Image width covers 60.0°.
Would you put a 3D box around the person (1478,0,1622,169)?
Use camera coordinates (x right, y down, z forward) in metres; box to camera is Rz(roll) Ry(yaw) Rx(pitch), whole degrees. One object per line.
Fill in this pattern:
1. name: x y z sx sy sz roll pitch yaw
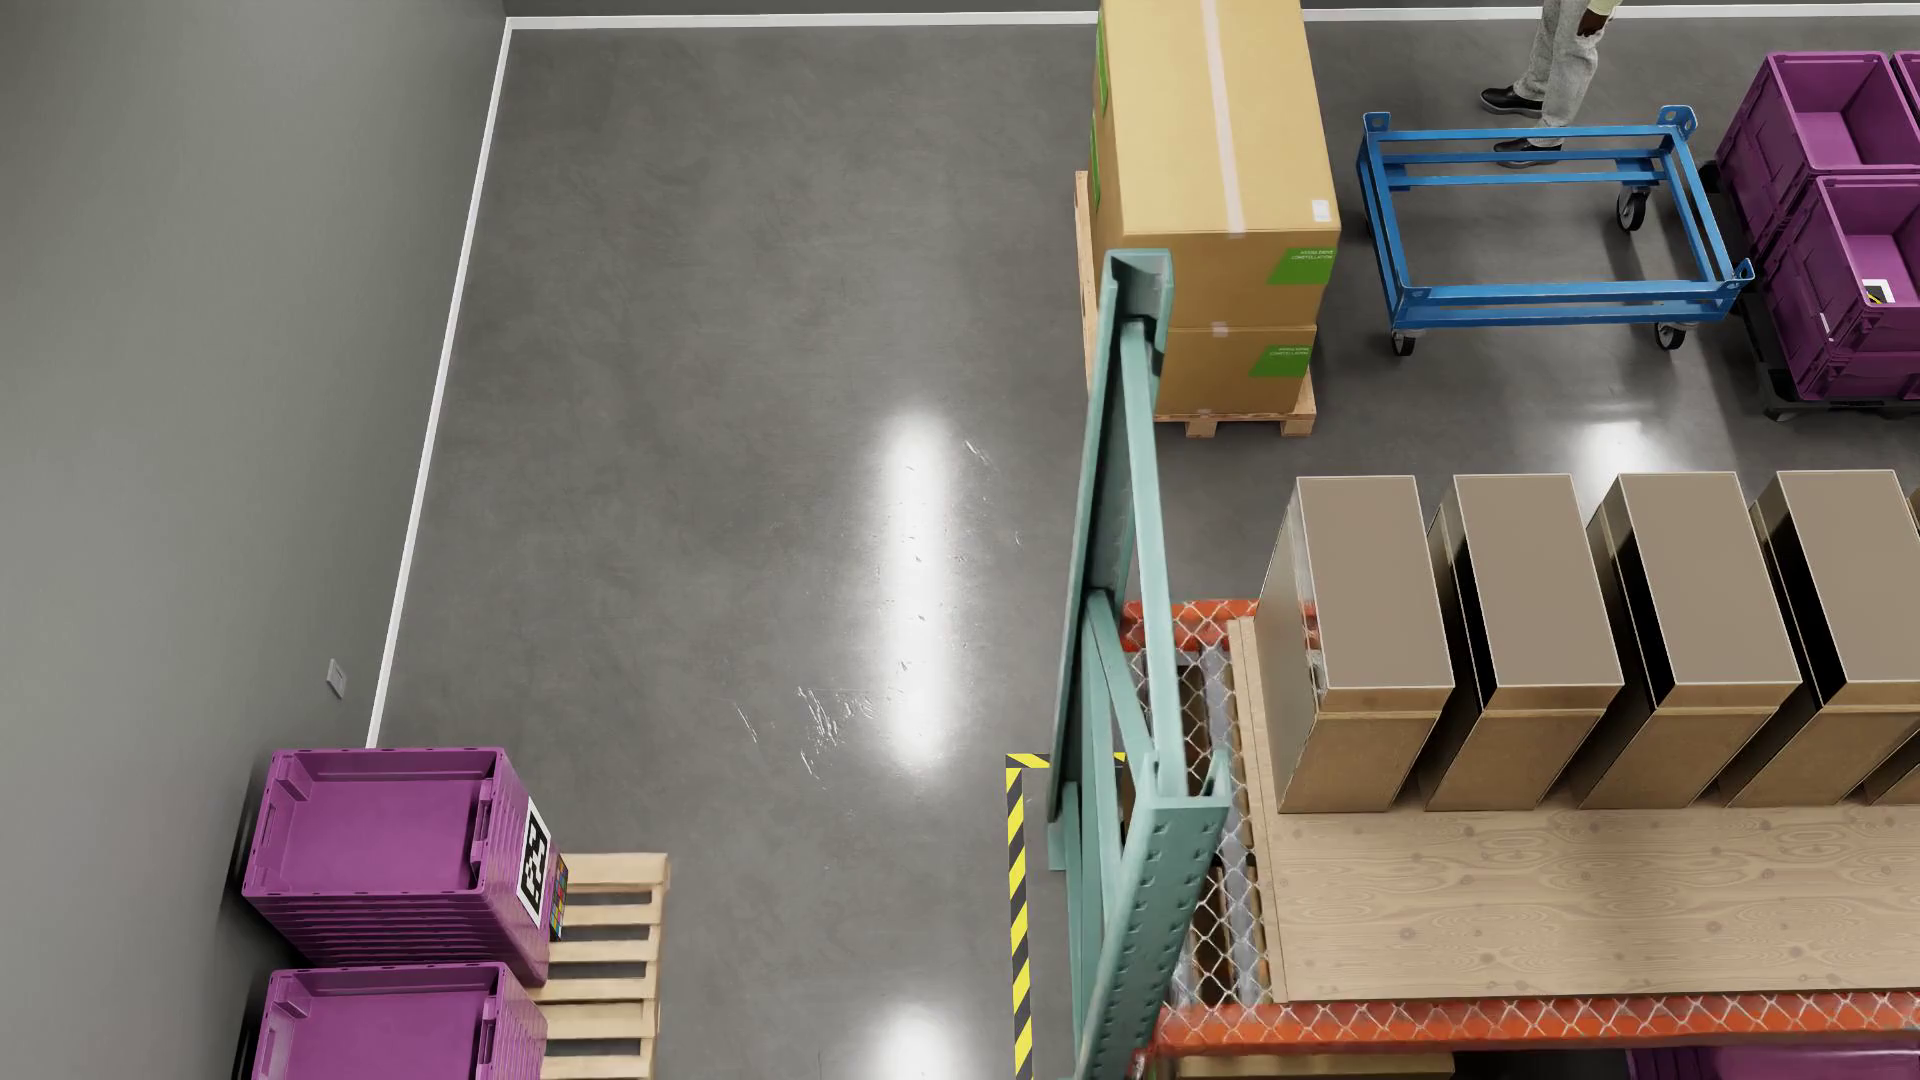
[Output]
1. person: 2.302 -2.152 6.082 0.404 1.830 0.599 2 58 1
